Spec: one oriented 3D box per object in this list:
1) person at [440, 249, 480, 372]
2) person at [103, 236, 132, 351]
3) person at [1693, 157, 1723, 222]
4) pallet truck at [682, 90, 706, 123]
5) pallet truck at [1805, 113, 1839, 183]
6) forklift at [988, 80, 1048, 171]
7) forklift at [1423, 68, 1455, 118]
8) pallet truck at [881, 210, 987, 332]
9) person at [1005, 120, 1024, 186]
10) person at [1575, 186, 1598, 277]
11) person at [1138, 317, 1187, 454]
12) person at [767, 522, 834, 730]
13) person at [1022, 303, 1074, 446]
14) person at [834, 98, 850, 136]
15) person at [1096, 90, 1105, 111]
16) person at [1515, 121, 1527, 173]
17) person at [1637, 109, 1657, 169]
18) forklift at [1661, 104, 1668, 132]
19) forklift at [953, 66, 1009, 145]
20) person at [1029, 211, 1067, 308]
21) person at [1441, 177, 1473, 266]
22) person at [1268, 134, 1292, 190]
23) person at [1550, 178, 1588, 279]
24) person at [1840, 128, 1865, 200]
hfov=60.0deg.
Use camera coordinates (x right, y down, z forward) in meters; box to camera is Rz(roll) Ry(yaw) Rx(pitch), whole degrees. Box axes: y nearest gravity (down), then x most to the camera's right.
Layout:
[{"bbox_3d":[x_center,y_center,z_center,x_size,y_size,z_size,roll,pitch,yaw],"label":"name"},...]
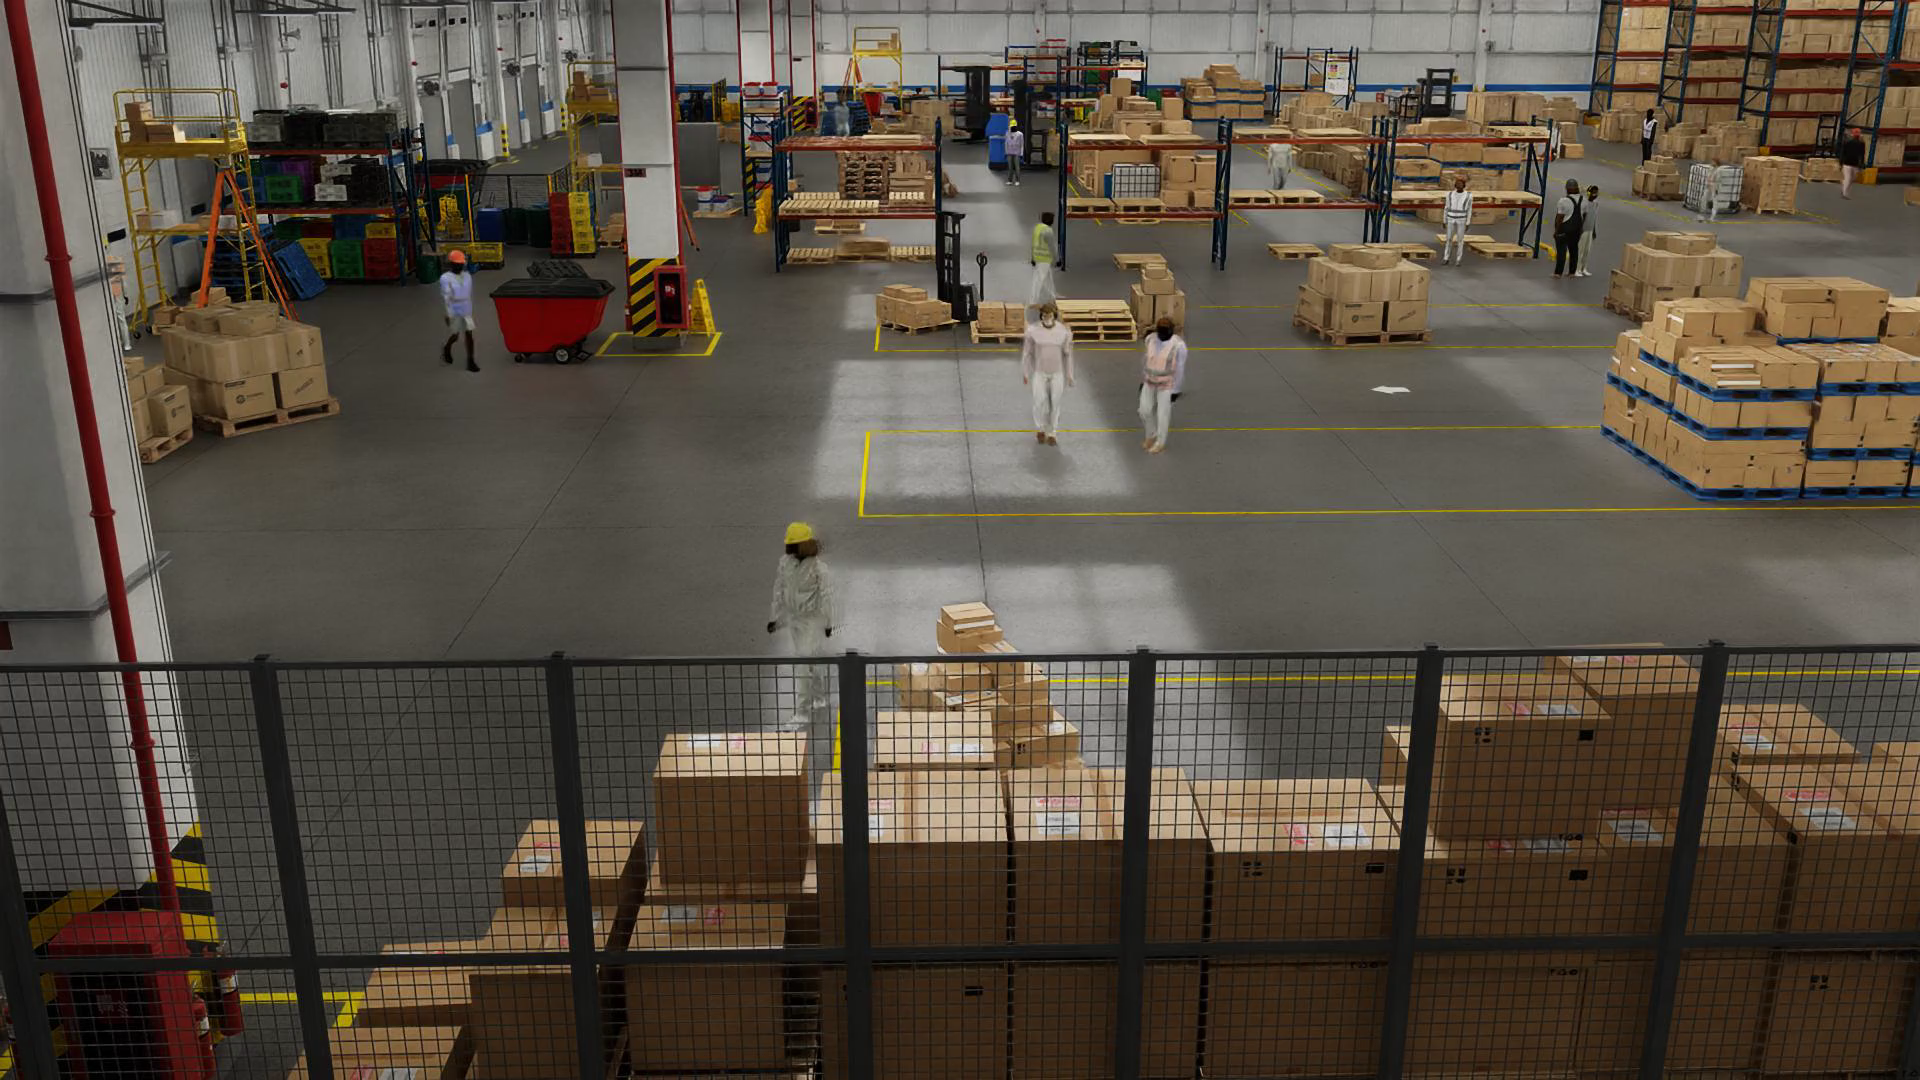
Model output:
[{"bbox_3d":[-7.865,-3.599,26.032,0.560,1.921,0.730,-16,25,-40],"label":"person"},{"bbox_3d":[-14.000,-4.041,27.327,0.594,1.925,0.378,-13,23,-35],"label":"person"},{"bbox_3d":[18.935,-8.838,42.020,0.674,1.614,0.540,-6,20,-18],"label":"person"},{"bbox_3d":[-9.671,-15.907,62.421,0.823,1.965,1.885,5,19,15],"label":"pallet truck"},{"bbox_3d":[26.403,-11.957,50.702,0.823,1.965,1.885,6,19,16],"label":"pallet truck"},{"bbox_3d":[1.865,-13.266,53.226,1.873,2.768,1.129,0,19,-1],"label":"forklift"},{"bbox_3d":[17.382,-15.723,60.515,1.129,2.768,1.873,-1,19,-1],"label":"forklift"},{"bbox_3d":[-0.493,-4.759,29.349,1.885,1.965,0.823,-13,23,-34],"label":"pallet truck"},{"bbox_3d":[1.602,-11.538,49.569,0.594,1.924,0.384,10,21,27],"label":"person"},{"bbox_3d":[12.970,-6.385,34.379,0.532,1.865,0.311,-11,22,-30],"label":"person"},{"bbox_3d":[2.581,-1.981,21.396,0.661,1.814,0.442,13,22,33],"label":"person"},{"bbox_3d":[-1.348,0.686,13.632,0.493,1.718,0.736,15,24,38],"label":"person"},{"bbox_3d":[1.157,-2.167,21.777,0.665,1.916,0.438,-1,19,-4],"label":"person"},{"bbox_3d":[-4.165,-14.783,59.269,0.645,1.890,0.994,-10,21,-27],"label":"person"},{"bbox_3d":[5.256,-16.032,62.923,0.747,1.916,0.551,-7,20,-20],"label":"person"},{"bbox_3d":[17.755,-12.455,52.733,0.522,1.640,0.306,-17,25,-41],"label":"person"},{"bbox_3d":[22.333,-13.005,53.952,0.396,1.911,0.588,-4,19,-12],"label":"person"},{"bbox_3d":[28.995,-17.685,66.336,1.873,2.768,1.129,0,19,-1],"label":"forklift"},{"bbox_3d":[0.809,-16.239,62.045,1.873,2.768,1.129,-10,21,-26],"label":"forklift"},{"bbox_3d":[1.680,-5.234,31.061,0.900,1.803,0.631,-6,19,-16],"label":"person"},{"bbox_3d":[10.637,-6.815,35.628,0.576,1.882,0.355,9,21,26],"label":"person"},{"bbox_3d":[8.798,-10.281,45.848,0.644,1.919,0.513,0,19,-1],"label":"person"},{"bbox_3d":[12.464,-6.398,34.145,0.688,2.000,0.536,-6,20,-17],"label":"person"},{"bbox_3d":[24.914,-10.536,46.538,0.620,1.976,0.700,1,19,2],"label":"person"}]
